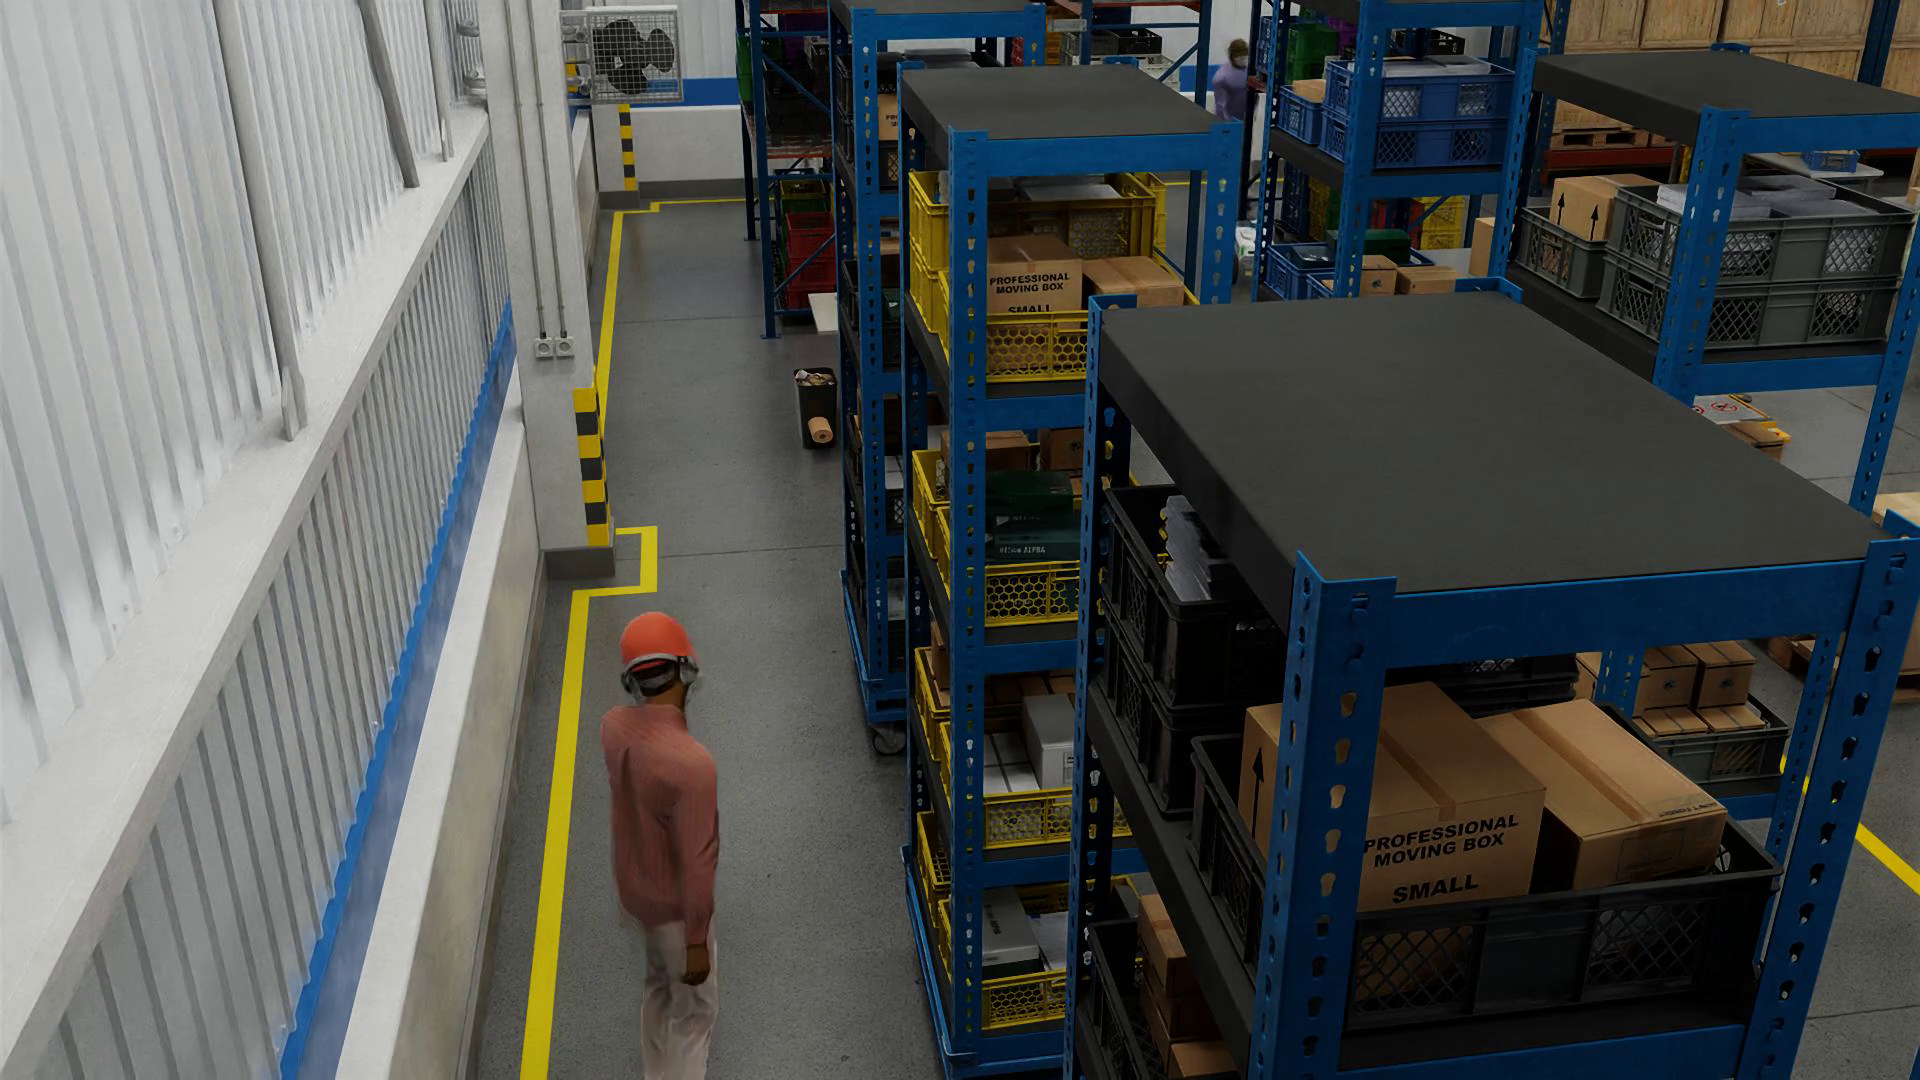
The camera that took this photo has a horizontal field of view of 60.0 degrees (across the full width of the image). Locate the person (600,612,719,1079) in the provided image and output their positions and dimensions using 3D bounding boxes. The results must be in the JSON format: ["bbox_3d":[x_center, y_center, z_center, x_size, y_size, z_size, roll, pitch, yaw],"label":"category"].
[{"bbox_3d":[-0.955,1.220,5.631,0.480,1.942,0.777,-17,30,-33],"label":"person"}]

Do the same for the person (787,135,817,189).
[{"bbox_3d":[-1.796,-4.680,18.541,0.578,1.879,0.356,-23,33,-40],"label":"person"}]

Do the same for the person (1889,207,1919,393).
[{"bbox_3d":[7.552,-2.001,12.779,0.603,1.824,0.403,4,25,9],"label":"person"}]

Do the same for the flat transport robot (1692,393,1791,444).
[{"bbox_3d":[5.224,-0.859,12.132,1.431,0.197,0.652,-4,25,-8],"label":"flat transport robot"}]

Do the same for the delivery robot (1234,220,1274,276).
[{"bbox_3d":[2.820,-2.817,15.944,0.477,0.478,0.707,2,25,3],"label":"delivery robot"}]

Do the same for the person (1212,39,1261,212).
[{"bbox_3d":[3.037,-4.571,18.314,0.662,1.872,0.862,-9,26,-19],"label":"person"}]
